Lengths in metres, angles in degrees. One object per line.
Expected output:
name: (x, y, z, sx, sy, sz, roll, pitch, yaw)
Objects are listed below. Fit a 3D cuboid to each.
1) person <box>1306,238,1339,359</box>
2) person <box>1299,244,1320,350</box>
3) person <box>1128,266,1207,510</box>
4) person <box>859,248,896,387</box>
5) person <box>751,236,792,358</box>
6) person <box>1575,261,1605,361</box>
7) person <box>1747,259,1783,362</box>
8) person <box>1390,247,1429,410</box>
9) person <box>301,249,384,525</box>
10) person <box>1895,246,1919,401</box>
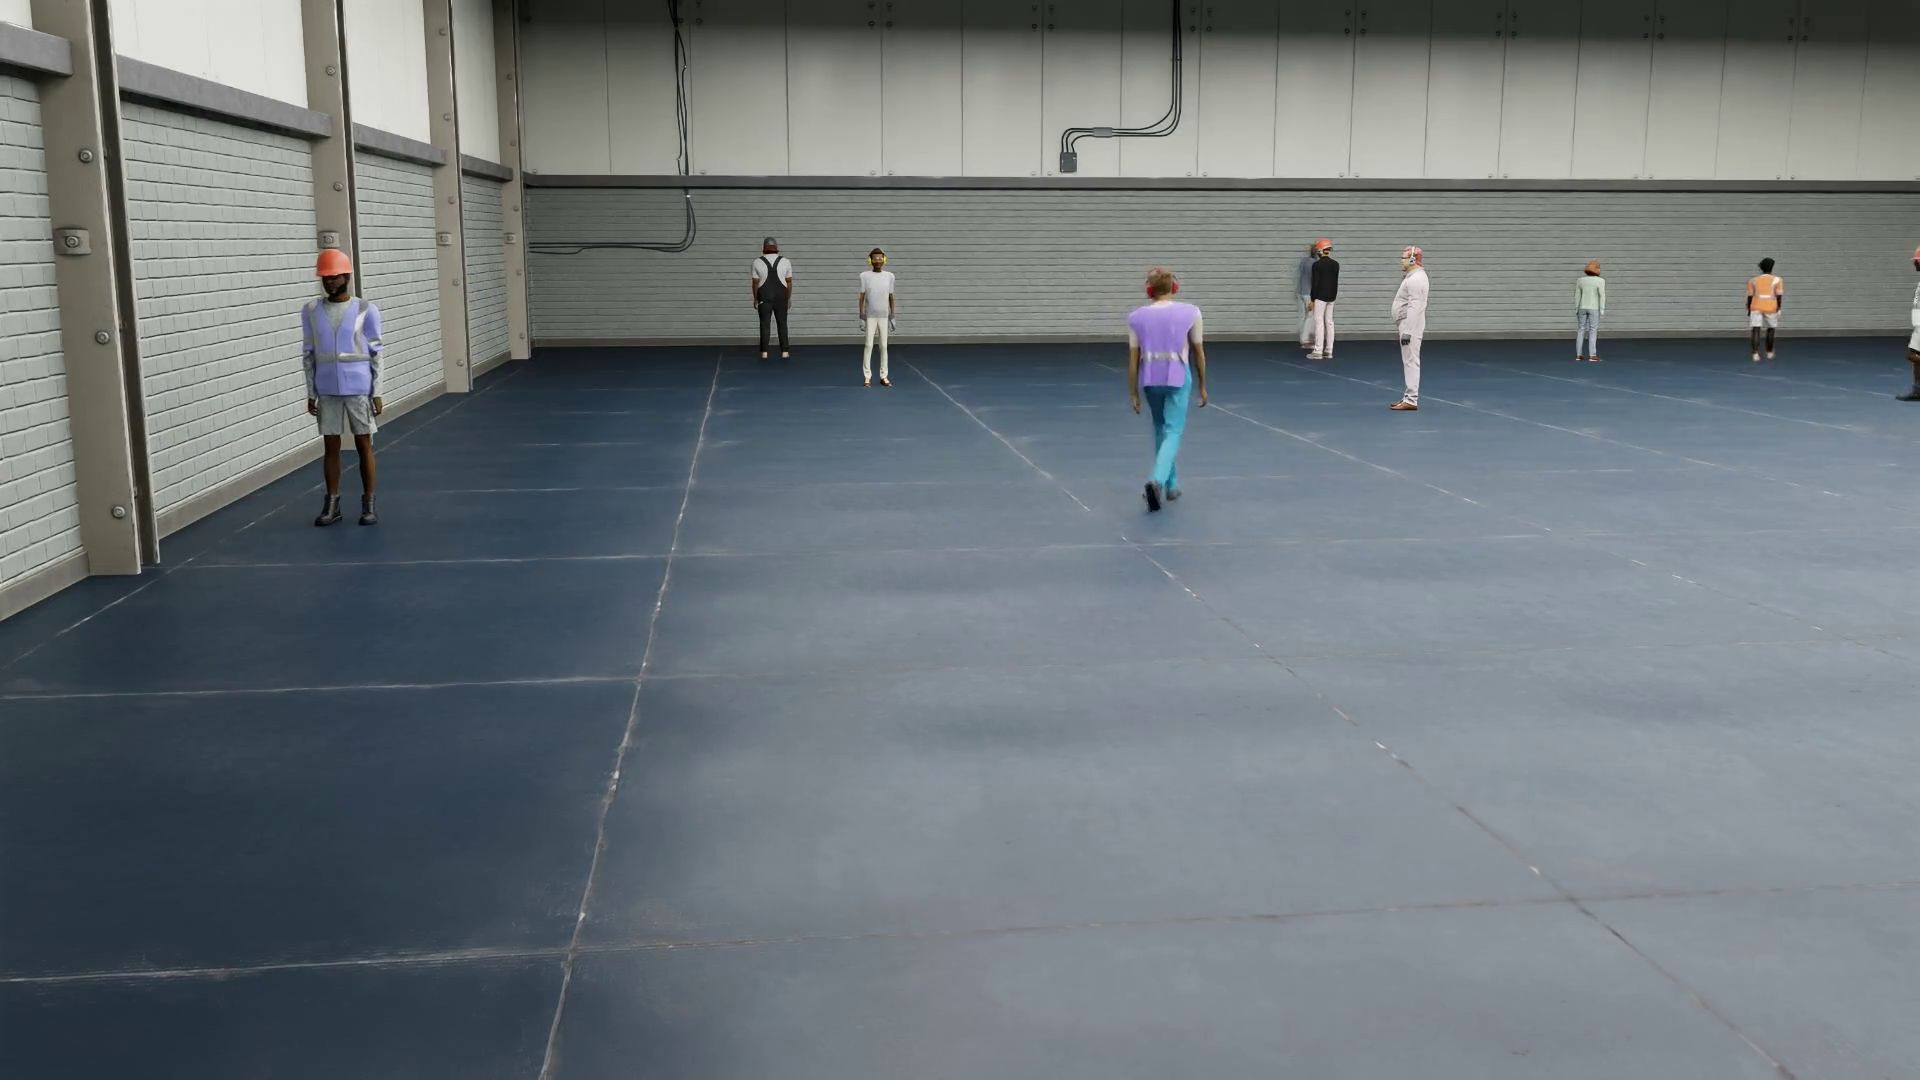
person: (6.041, -4.013, 27.696, 0.617, 1.994, 0.381, -8, 13, -37)
person: (6.310, -4.383, 30.037, 0.362, 1.894, 0.714, -1, 10, -6)
person: (1.530, -1.148, 12.518, 0.590, 1.808, 0.890, 4, 11, 23)
person: (-1.122, -3.009, 22.540, 0.509, 1.872, 0.329, -3, 11, -16)
person: (-3.166, -4.083, 27.955, 0.681, 2.000, 0.538, -2, 11, -11)
person: (10.338, -3.758, 27.288, 0.289, 1.632, 0.507, -9, 14, -41)
person: (13.145, -3.753, 27.159, 0.554, 1.654, 0.850, 7, 13, 35)
person: (5.261, -2.474, 19.502, 0.410, 1.909, 0.643, 3, 11, 17)
person: (-4.322, -1.061, 11.668, 0.547, 1.938, 0.378, -1, 10, -4)
person: (11.860, -2.646, 20.395, 0.524, 1.920, 0.568, 5, 12, 27)
